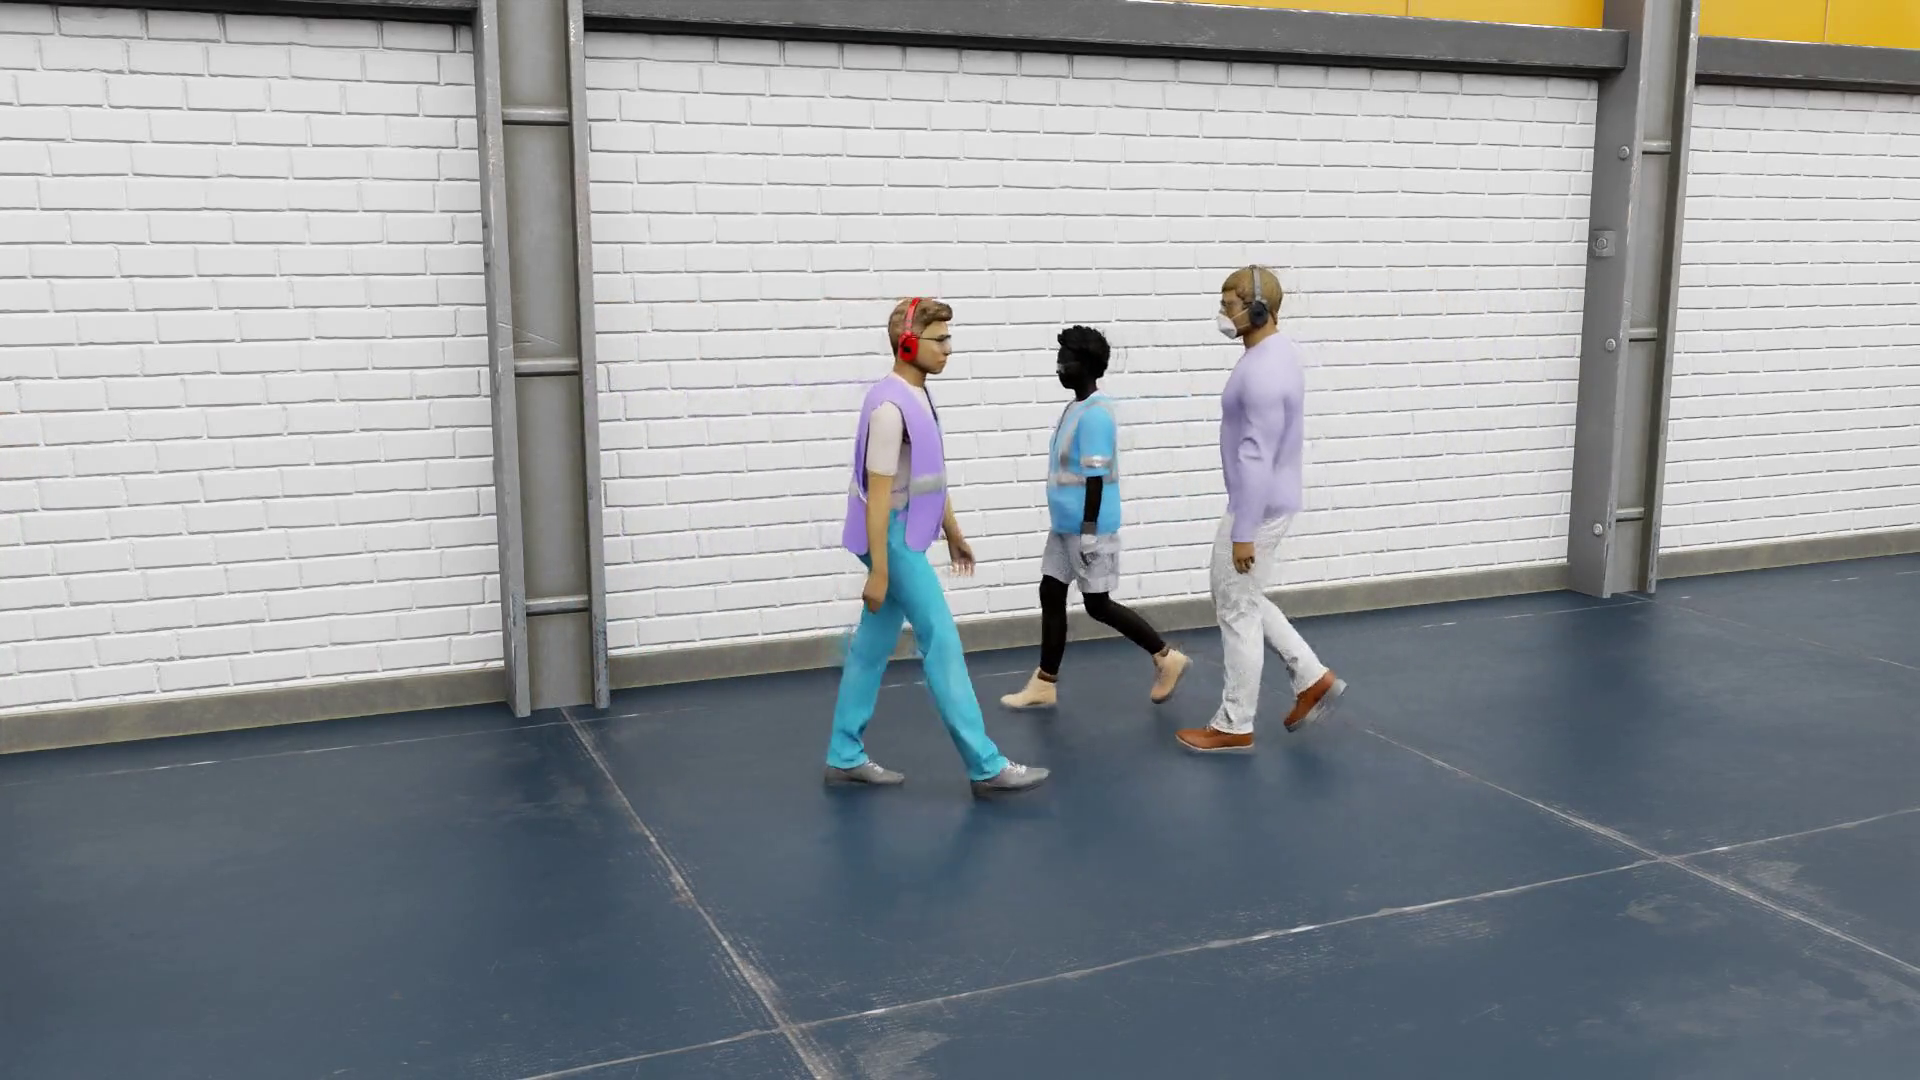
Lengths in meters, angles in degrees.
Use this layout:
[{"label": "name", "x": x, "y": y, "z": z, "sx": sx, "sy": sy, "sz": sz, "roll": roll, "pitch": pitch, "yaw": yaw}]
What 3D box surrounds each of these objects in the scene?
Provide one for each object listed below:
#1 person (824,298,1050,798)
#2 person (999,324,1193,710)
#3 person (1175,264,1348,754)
[{"label": "person", "x": -0.089, "y": 0.042, "z": 5.997, "sx": 0.913, "sy": 1.801, "sz": 0.594, "roll": 1, "pitch": 10, "yaw": 4}, {"label": "person", "x": 0.589, "y": -0.079, "z": 7.062, "sx": 0.771, "sy": 1.670, "sz": 0.539, "roll": -1, "pitch": 10, "yaw": -8}, {"label": "person", "x": 1.170, "y": -0.097, "z": 6.444, "sx": 0.568, "sy": 1.928, "sz": 0.648, "roll": 2, "pitch": 11, "yaw": 13}]
